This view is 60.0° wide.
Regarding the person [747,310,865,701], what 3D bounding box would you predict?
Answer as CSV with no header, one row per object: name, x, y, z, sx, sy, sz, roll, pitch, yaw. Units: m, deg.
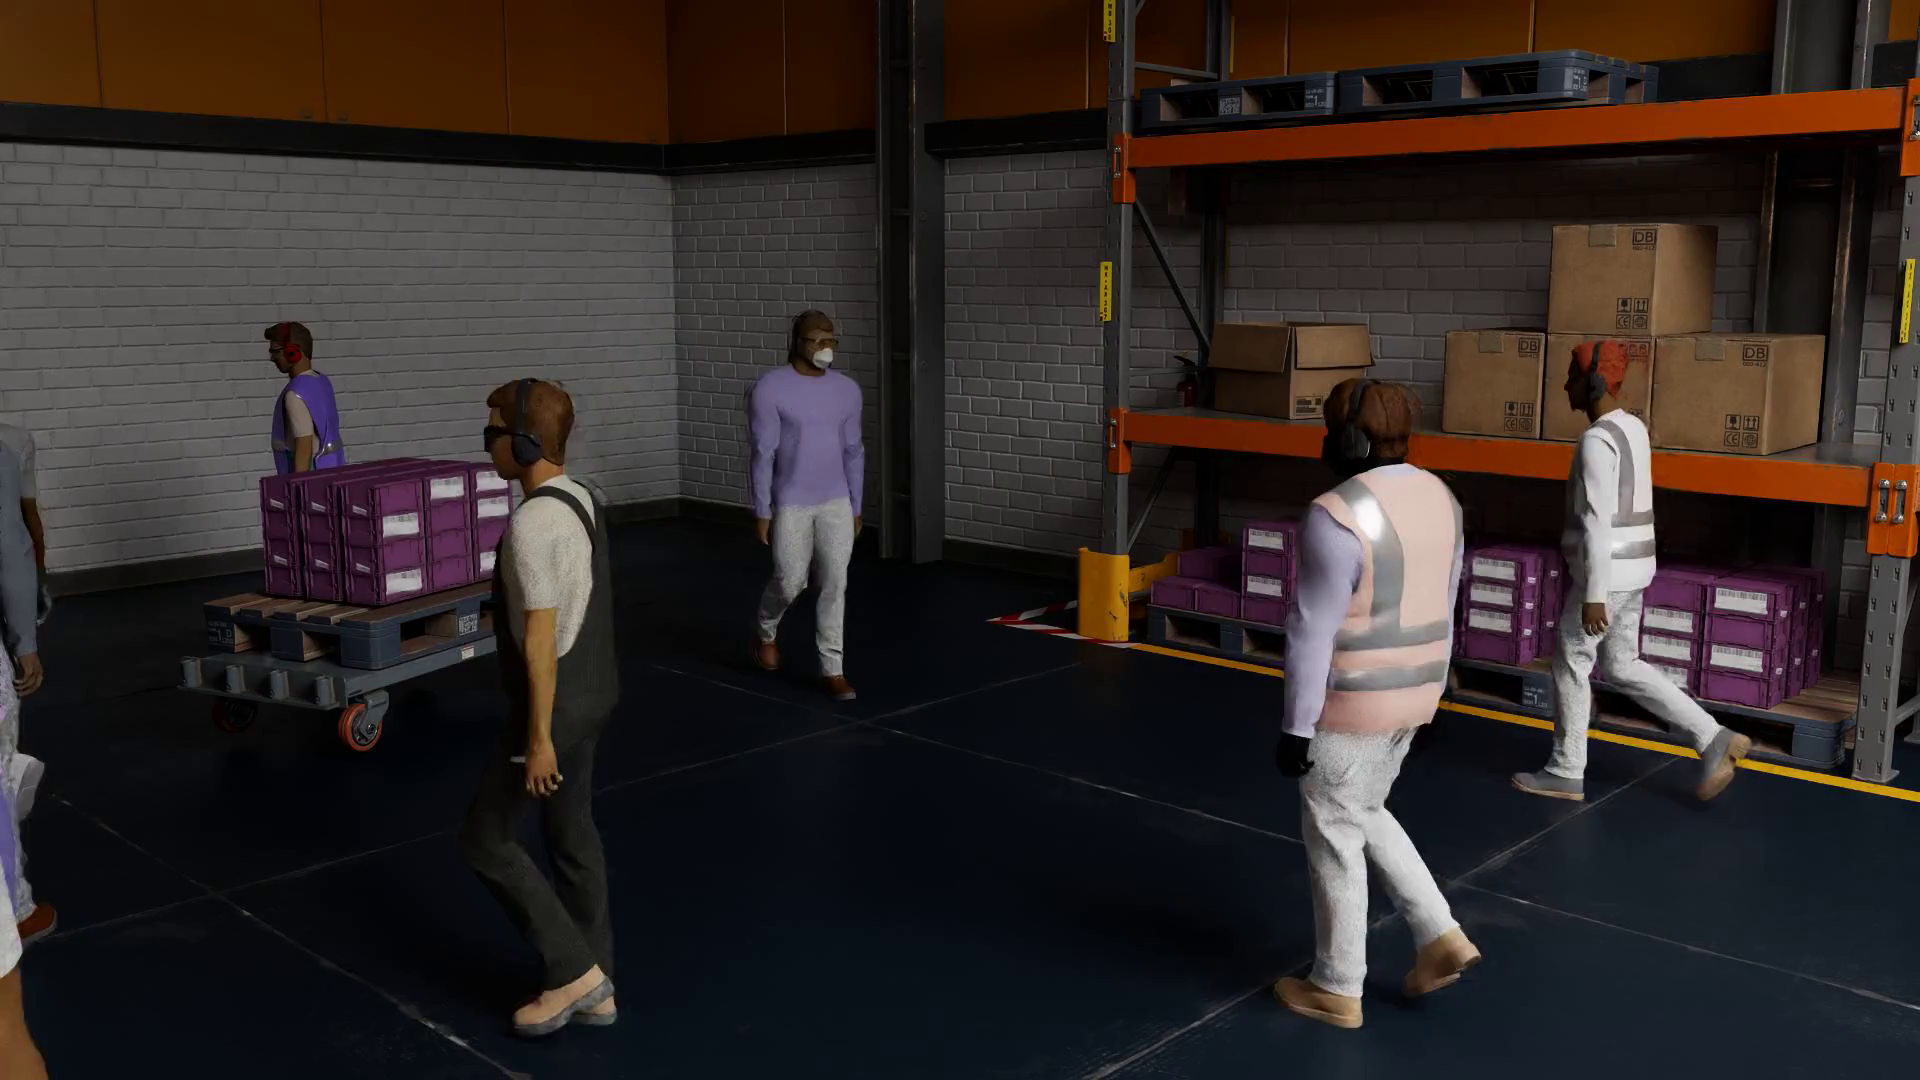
person,-0.769,-0.181,8.271,0.640,1.922,0.710,-6,11,-33

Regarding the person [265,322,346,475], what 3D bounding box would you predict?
person,-3.519,-0.258,9.010,0.390,1.839,0.564,-2,9,-10

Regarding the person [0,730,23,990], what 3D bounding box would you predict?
person,-1.775,0.712,2.620,0.979,1.996,0.614,9,13,43

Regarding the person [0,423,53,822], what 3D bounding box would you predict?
person,-3.677,0.180,6.291,0.669,1.846,0.532,6,11,32

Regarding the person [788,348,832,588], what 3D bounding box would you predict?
person,-1.001,-0.550,11.090,0.487,1.746,0.287,-5,11,-29

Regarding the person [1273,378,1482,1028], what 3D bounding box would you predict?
person,1.136,0.466,4.628,0.478,1.830,0.632,9,13,43

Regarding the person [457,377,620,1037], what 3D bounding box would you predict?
person,-1.146,0.474,4.546,0.416,1.829,0.549,1,9,5

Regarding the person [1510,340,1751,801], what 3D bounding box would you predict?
person,2.642,0.151,6.494,0.790,1.858,0.594,7,12,36

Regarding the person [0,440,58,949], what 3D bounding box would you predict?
person,-3.134,0.338,5.067,0.627,1.936,0.373,-2,9,-12
